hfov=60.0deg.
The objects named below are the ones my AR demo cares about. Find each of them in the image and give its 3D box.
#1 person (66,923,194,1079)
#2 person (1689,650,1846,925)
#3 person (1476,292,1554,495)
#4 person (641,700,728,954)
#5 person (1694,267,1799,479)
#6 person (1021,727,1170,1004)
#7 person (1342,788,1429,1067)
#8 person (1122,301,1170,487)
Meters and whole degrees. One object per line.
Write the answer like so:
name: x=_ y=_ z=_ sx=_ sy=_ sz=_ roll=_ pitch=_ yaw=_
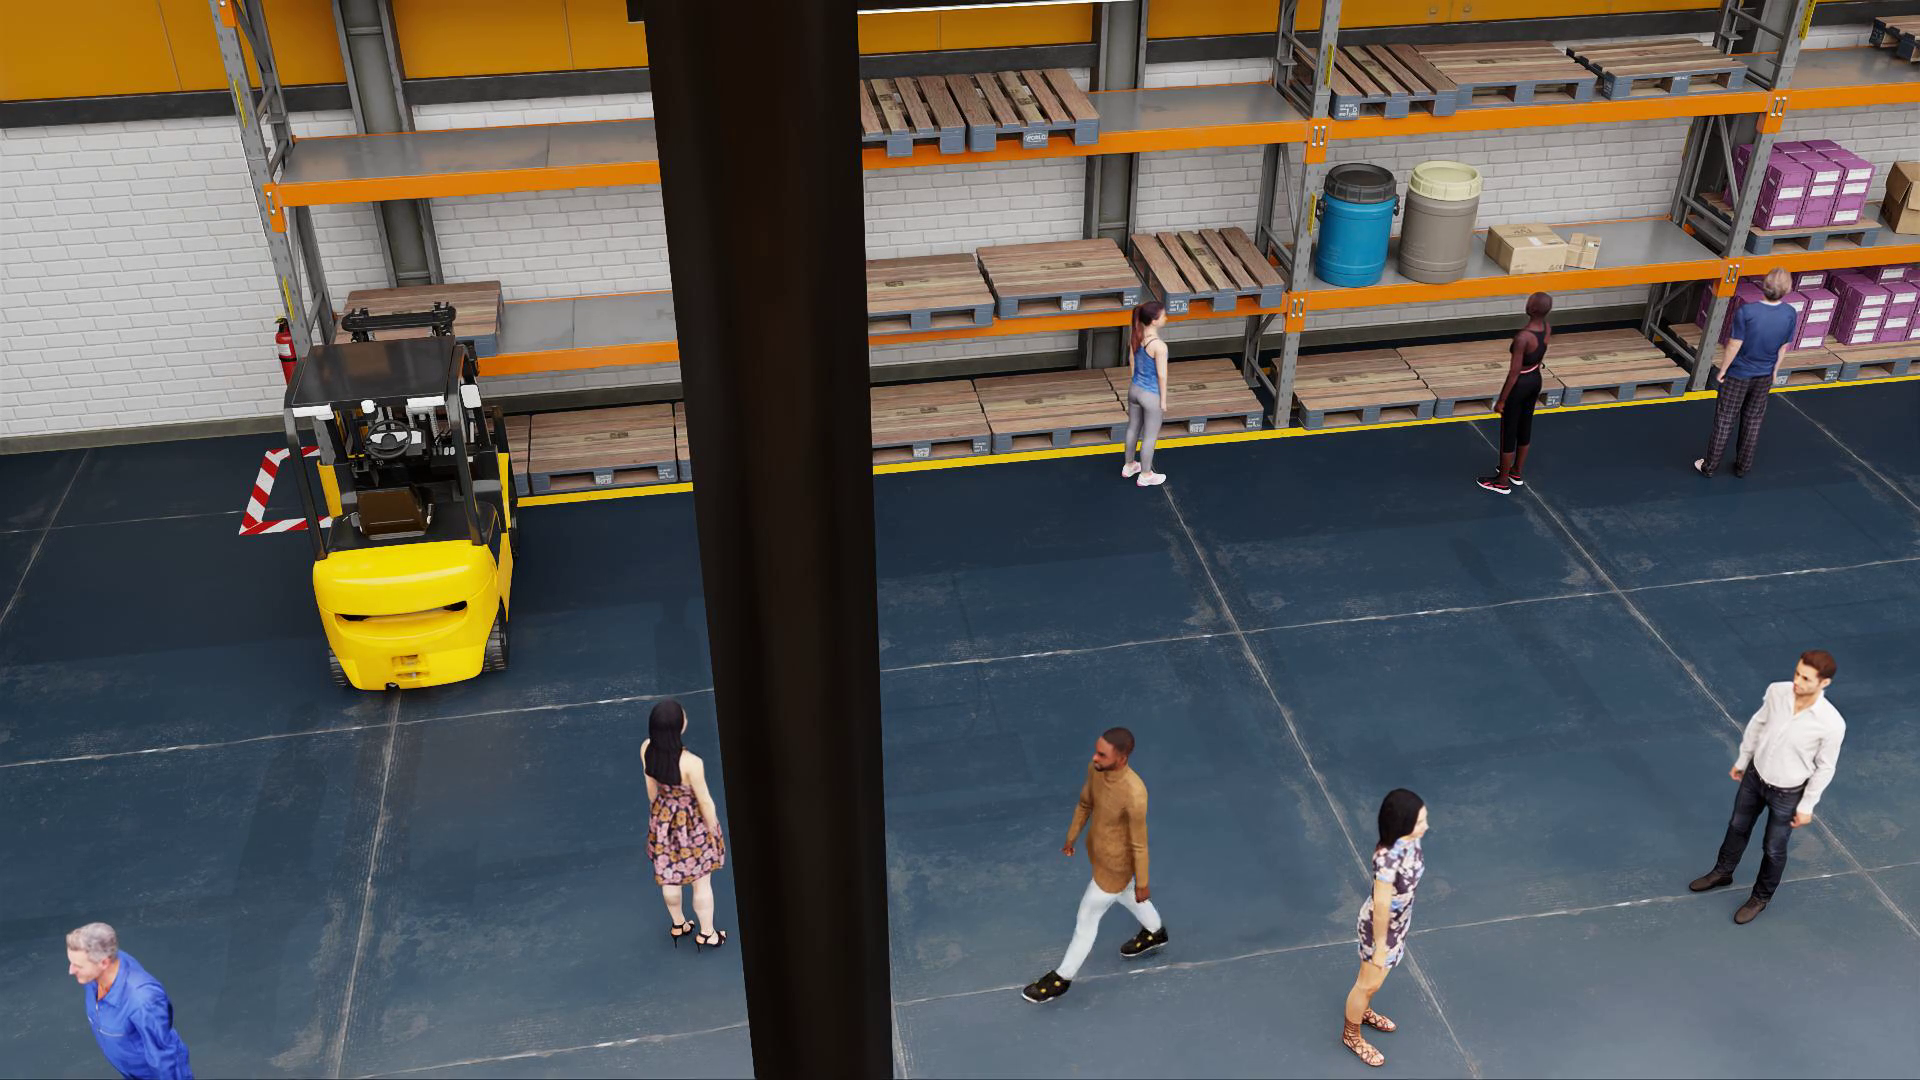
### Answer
person: x=-3.804 y=2.465 z=7.861 sx=0.777 sy=1.825 sz=0.816 roll=24 pitch=40 yaw=31
person: x=4.642 y=1.381 z=9.452 sx=0.667 sy=1.870 sz=0.730 roll=-18 pitch=38 yaw=-25
person: x=4.545 y=-1.197 z=13.432 sx=0.622 sy=1.757 sz=0.730 roll=-23 pitch=40 yaw=-30
person: x=-1.532 y=1.595 z=9.217 sx=0.789 sy=1.775 sz=0.862 roll=15 pitch=37 yaw=22
person: x=6.447 y=-1.357 z=13.570 sx=0.571 sy=1.872 sz=0.770 roll=2 pitch=34 yaw=3
person: x=0.898 y=1.713 z=9.044 sx=1.276 sy=1.769 sz=0.892 roll=-14 pitch=36 yaw=-21
person: x=2.215 y=1.989 z=8.662 sx=0.717 sy=1.733 sz=0.675 roll=18 pitch=38 yaw=25
person: x=1.524 y=-1.201 z=13.573 sx=0.645 sy=1.609 sz=0.642 roll=-21 pitch=39 yaw=-28
